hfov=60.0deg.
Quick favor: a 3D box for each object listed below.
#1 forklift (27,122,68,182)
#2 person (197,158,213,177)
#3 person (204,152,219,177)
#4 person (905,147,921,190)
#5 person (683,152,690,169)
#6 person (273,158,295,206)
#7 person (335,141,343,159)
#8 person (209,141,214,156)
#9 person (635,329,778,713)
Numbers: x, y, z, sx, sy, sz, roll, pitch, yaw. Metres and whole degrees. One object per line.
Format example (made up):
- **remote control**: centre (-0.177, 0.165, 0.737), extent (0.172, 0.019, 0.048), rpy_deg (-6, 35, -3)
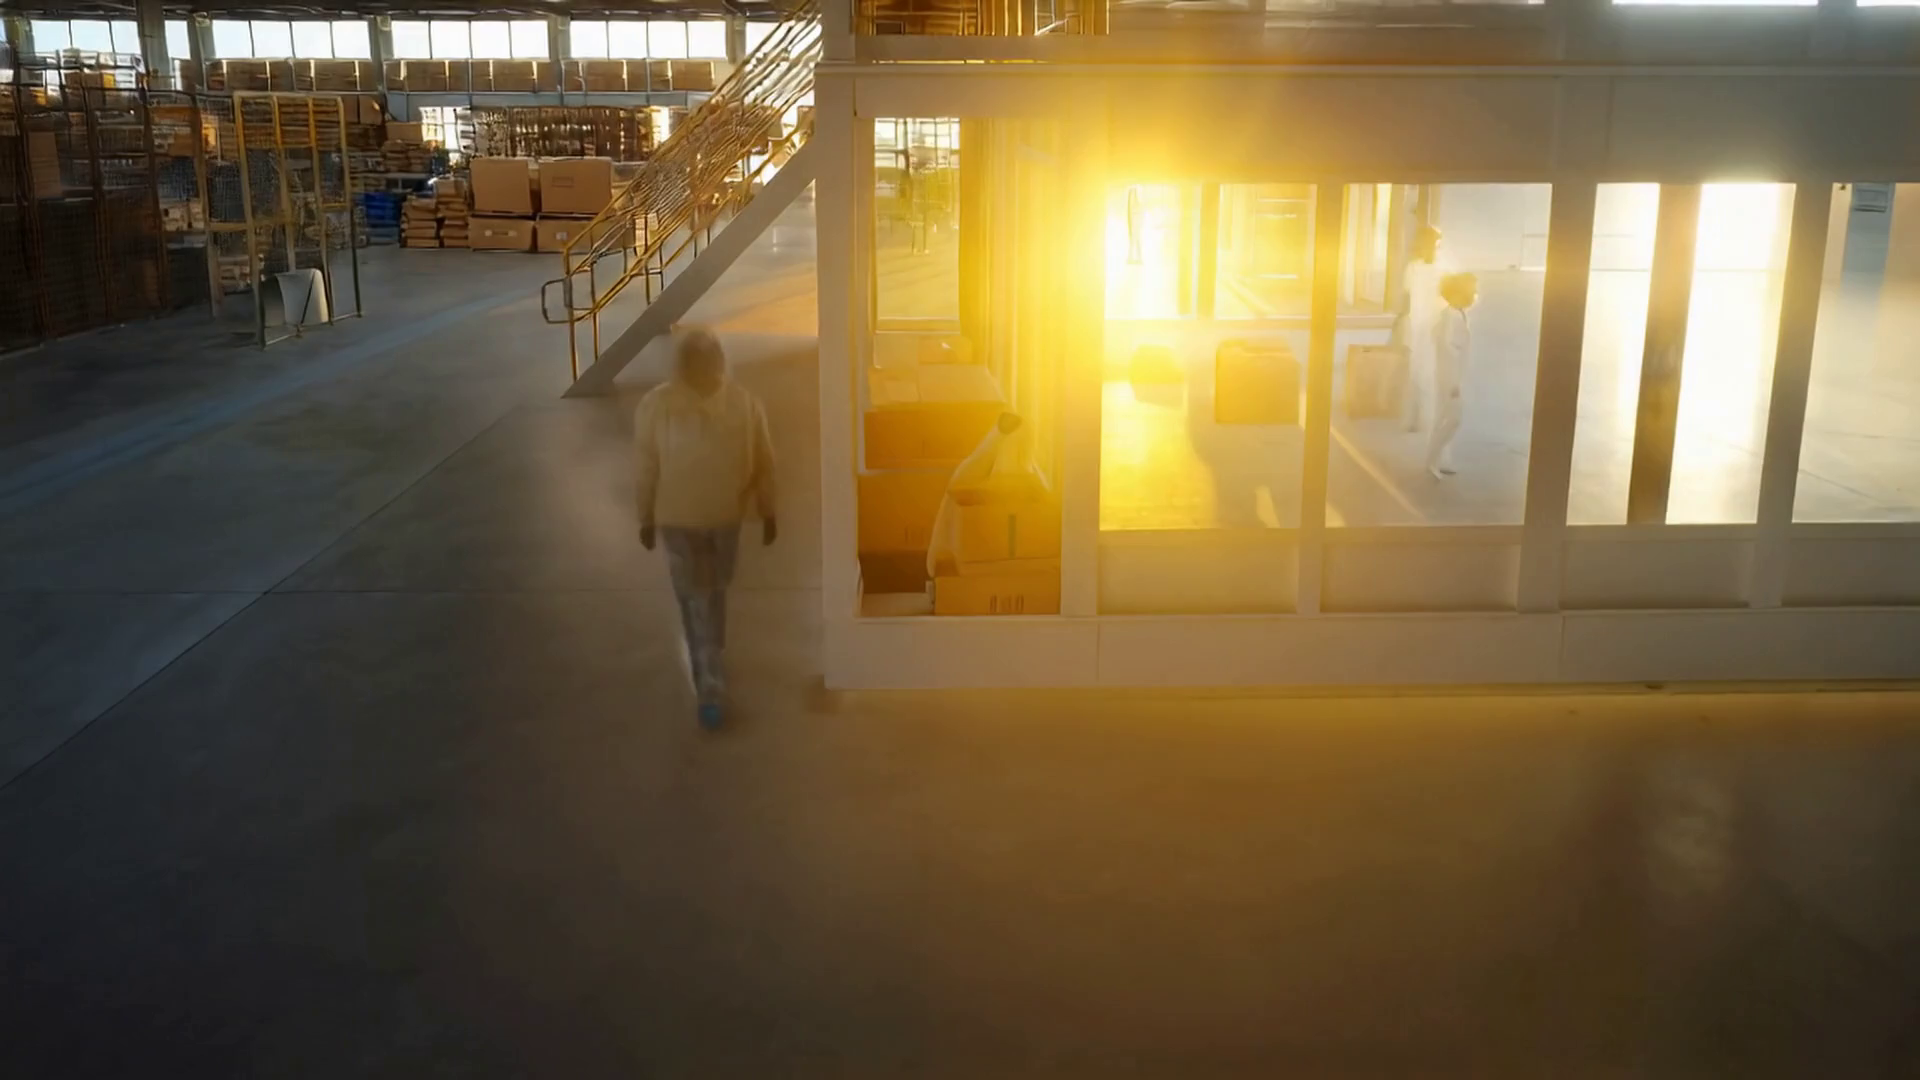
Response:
- **forklift**: centre (-35.376, -14.773, 64.377), extent (1.129, 2.768, 1.873), rpy_deg (-1, 14, -2)
- **person**: centre (-24.176, -11.406, 53.361), extent (0.534, 1.682, 0.506), rpy_deg (0, 14, 1)
- **person**: centre (-25.080, -12.072, 55.753), extent (0.601, 1.811, 0.660), rpy_deg (-1, 14, -3)
- **person**: centre (-1.970, -15.787, 70.661), extent (0.915, 1.788, 0.607), rpy_deg (9, 16, 31)
- **person**: centre (-10.632, -14.423, 65.257), extent (0.327, 1.761, 0.522), rpy_deg (-13, 19, -43)
- **person**: centre (-15.823, -7.967, 39.056), extent (0.650, 1.957, 1.068), rpy_deg (4, 15, 16)
- **person**: centre (-28.366, -17.380, 76.683), extent (0.740, 1.955, 0.634), rpy_deg (-4, 15, -17)
- **person**: centre (-41.001, -20.872, 90.895), extent (0.537, 1.824, 0.639), rpy_deg (-8, 16, -29)
- **person**: centre (-1.190, -0.106, 7.955), extent (0.654, 1.789, 0.945), rpy_deg (-5, 15, -19)
